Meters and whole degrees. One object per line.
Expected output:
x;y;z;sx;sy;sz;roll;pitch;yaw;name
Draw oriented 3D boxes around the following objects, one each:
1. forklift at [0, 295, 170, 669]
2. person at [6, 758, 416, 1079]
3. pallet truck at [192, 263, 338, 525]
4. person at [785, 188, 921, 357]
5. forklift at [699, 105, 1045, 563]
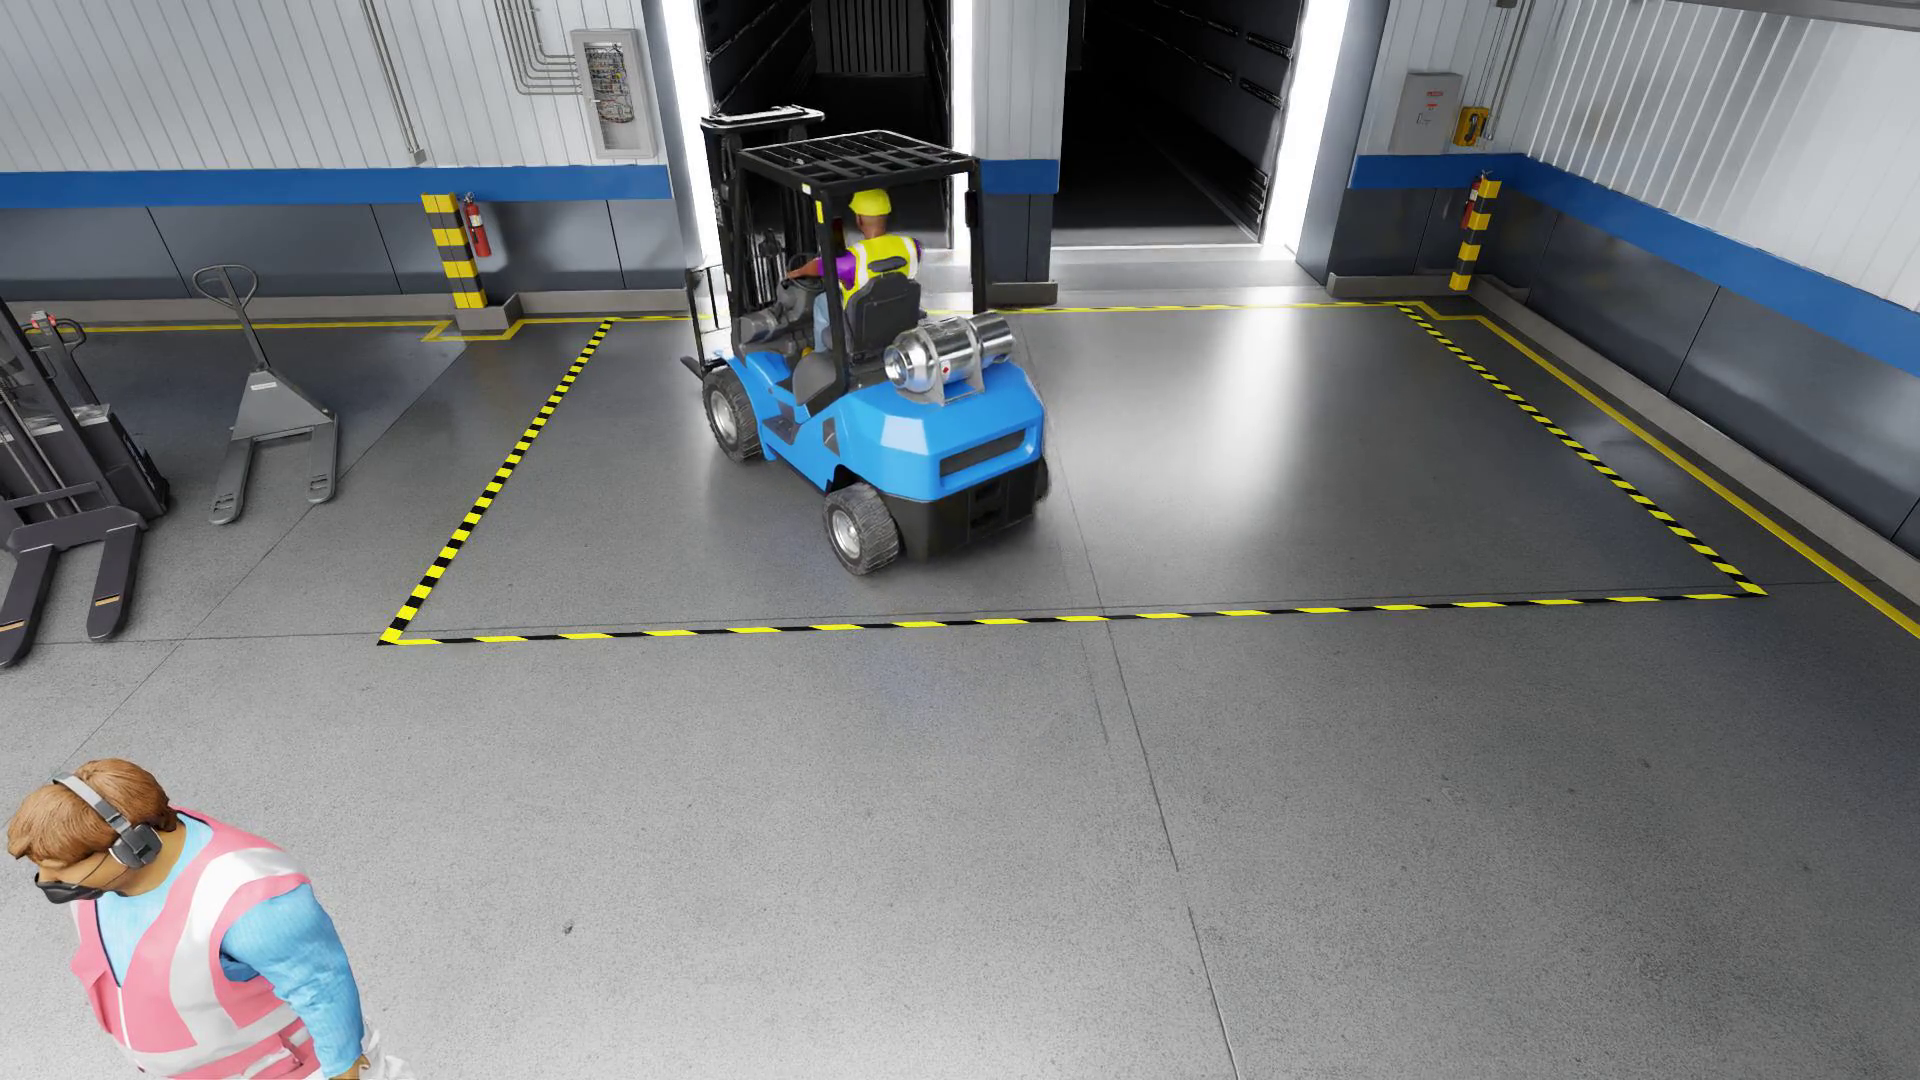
-5.212;-0.618;4.878;0.823;1.965;1.885;-20;39;-26;forklift
-1.783;1.238;2.347;0.625;1.843;0.429;11;36;15;person
-4.778;-1.027;6.128;0.680;1.201;1.601;-17;38;-23;pallet truck
-0.677;-1.572;5.610;0.635;1.294;1.002;-23;41;-30;person
-0.646;-1.388;5.673;1.157;2.036;2.680;-23;41;-30;forklift
